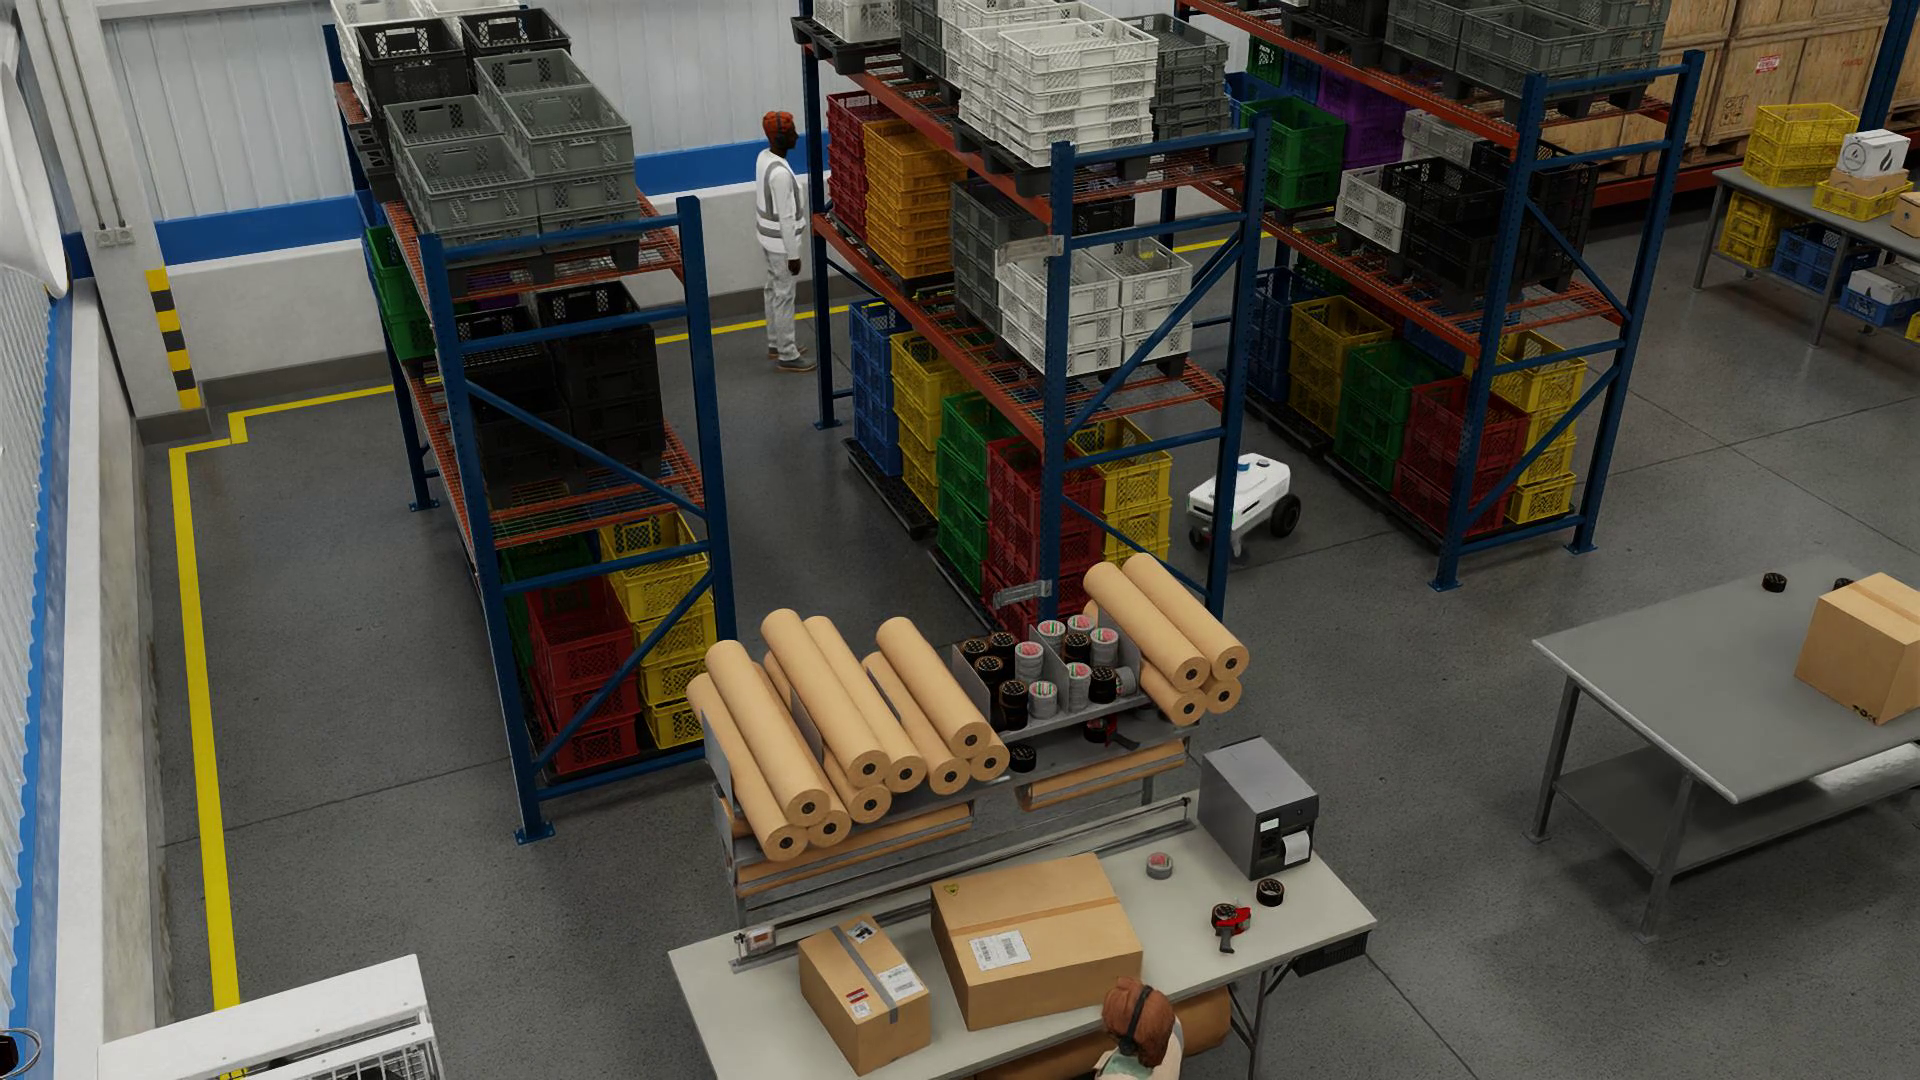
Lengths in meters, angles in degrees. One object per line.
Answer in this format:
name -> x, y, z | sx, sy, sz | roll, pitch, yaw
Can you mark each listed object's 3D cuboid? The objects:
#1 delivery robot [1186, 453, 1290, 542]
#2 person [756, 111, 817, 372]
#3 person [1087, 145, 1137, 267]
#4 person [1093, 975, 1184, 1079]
delivery robot -> 1.680, -0.275, 10.036 | 0.477, 0.478, 0.707 | 25, 39, 34
person -> -1.264, -2.125, 11.870 | 0.359, 1.883, 0.573 | -10, 33, -16
person -> 1.076, -2.664, 12.692 | 0.631, 1.940, 0.372 | 21, 38, 31
person -> 0.538, 2.028, 5.349 | 0.309, 1.645, 0.515 | 15, 35, 22
